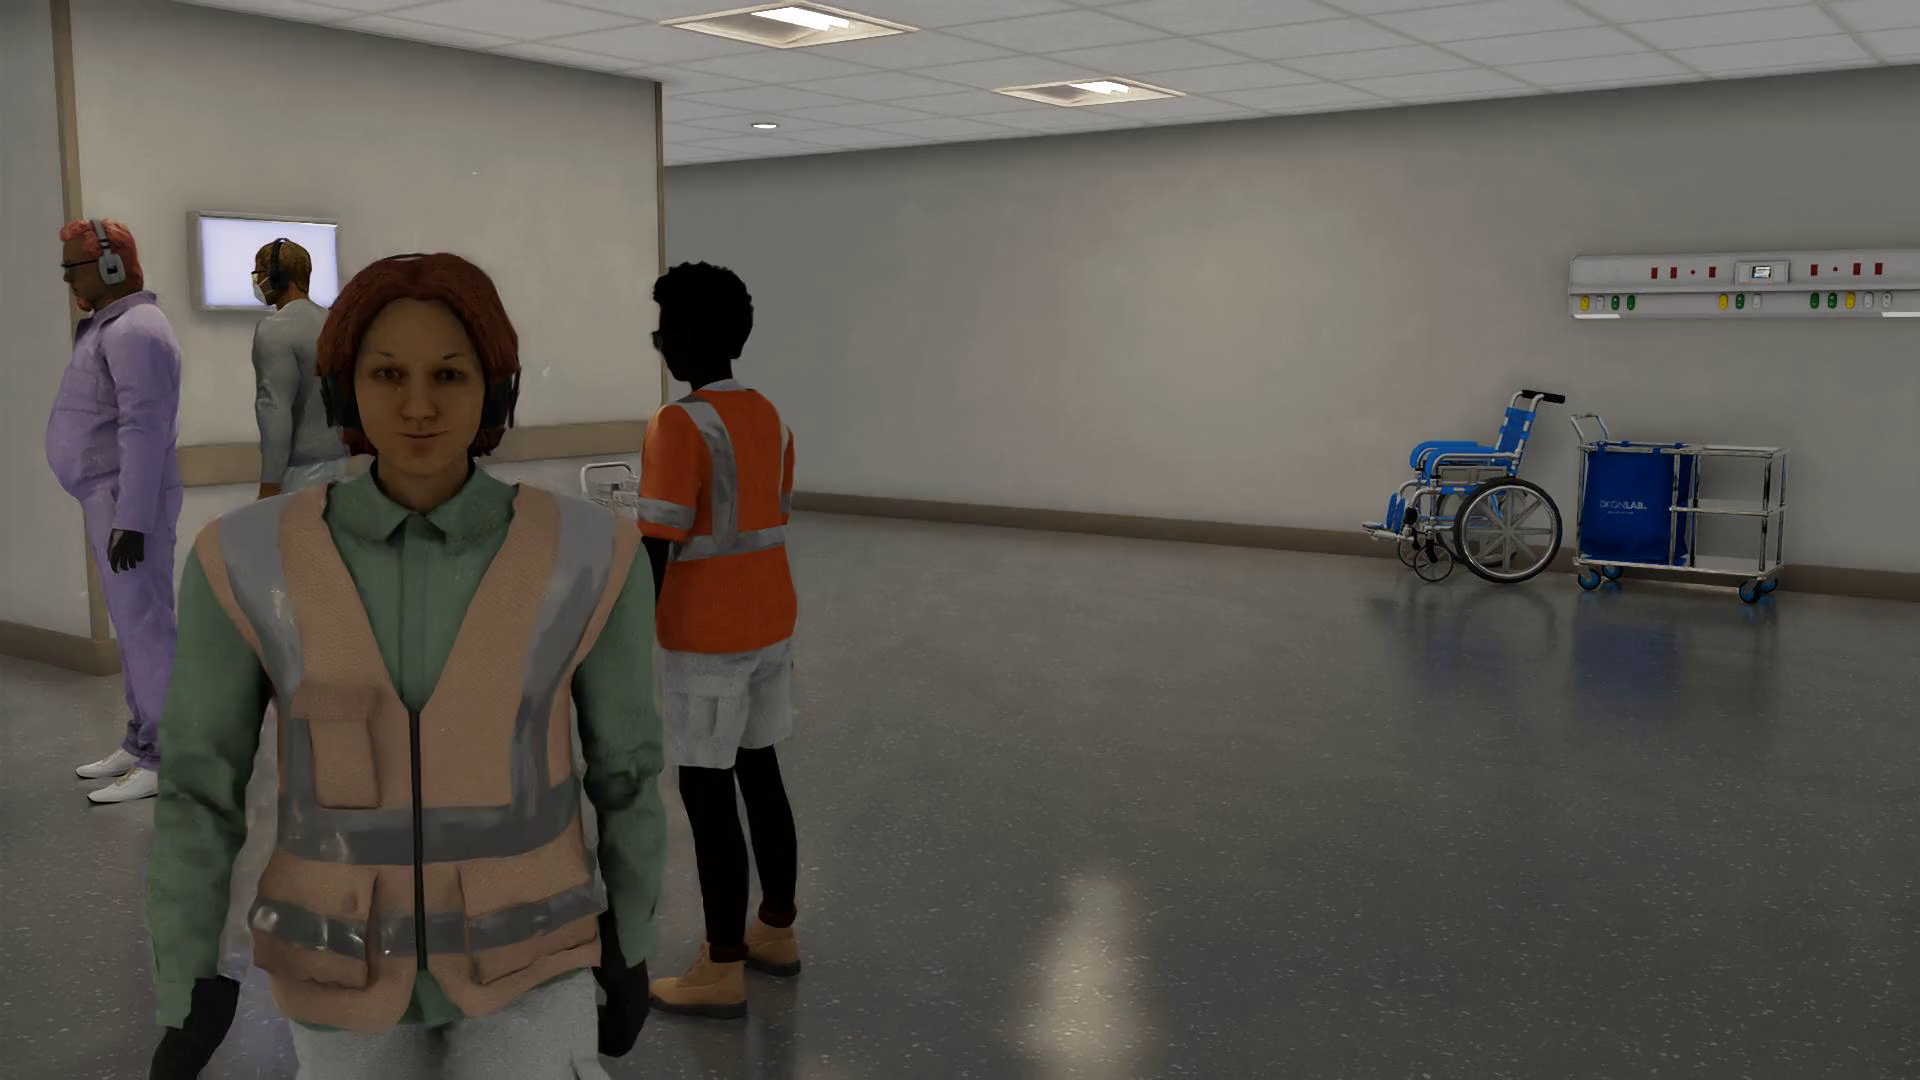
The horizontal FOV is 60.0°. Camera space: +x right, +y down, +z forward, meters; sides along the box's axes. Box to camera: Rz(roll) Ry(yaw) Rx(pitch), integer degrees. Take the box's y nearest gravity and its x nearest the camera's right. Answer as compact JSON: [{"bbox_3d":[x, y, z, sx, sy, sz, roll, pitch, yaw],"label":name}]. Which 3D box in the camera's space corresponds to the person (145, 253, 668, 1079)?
[{"bbox_3d":[-0.574,0.513,1.774,0.529,1.606,0.783,-1,7,-10],"label":"person"}]

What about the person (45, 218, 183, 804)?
[{"bbox_3d":[-2.777,-0.098,5.499,0.410,1.904,0.639,-4,8,-31],"label":"person"}]

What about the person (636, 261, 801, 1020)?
[{"bbox_3d":[-0.554,0.221,3.769,0.320,1.689,0.582,3,8,20],"label":"person"}]

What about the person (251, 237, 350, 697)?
[{"bbox_3d":[-2.779,-0.301,7.039,0.367,1.932,0.623,0,7,-1],"label":"person"}]
